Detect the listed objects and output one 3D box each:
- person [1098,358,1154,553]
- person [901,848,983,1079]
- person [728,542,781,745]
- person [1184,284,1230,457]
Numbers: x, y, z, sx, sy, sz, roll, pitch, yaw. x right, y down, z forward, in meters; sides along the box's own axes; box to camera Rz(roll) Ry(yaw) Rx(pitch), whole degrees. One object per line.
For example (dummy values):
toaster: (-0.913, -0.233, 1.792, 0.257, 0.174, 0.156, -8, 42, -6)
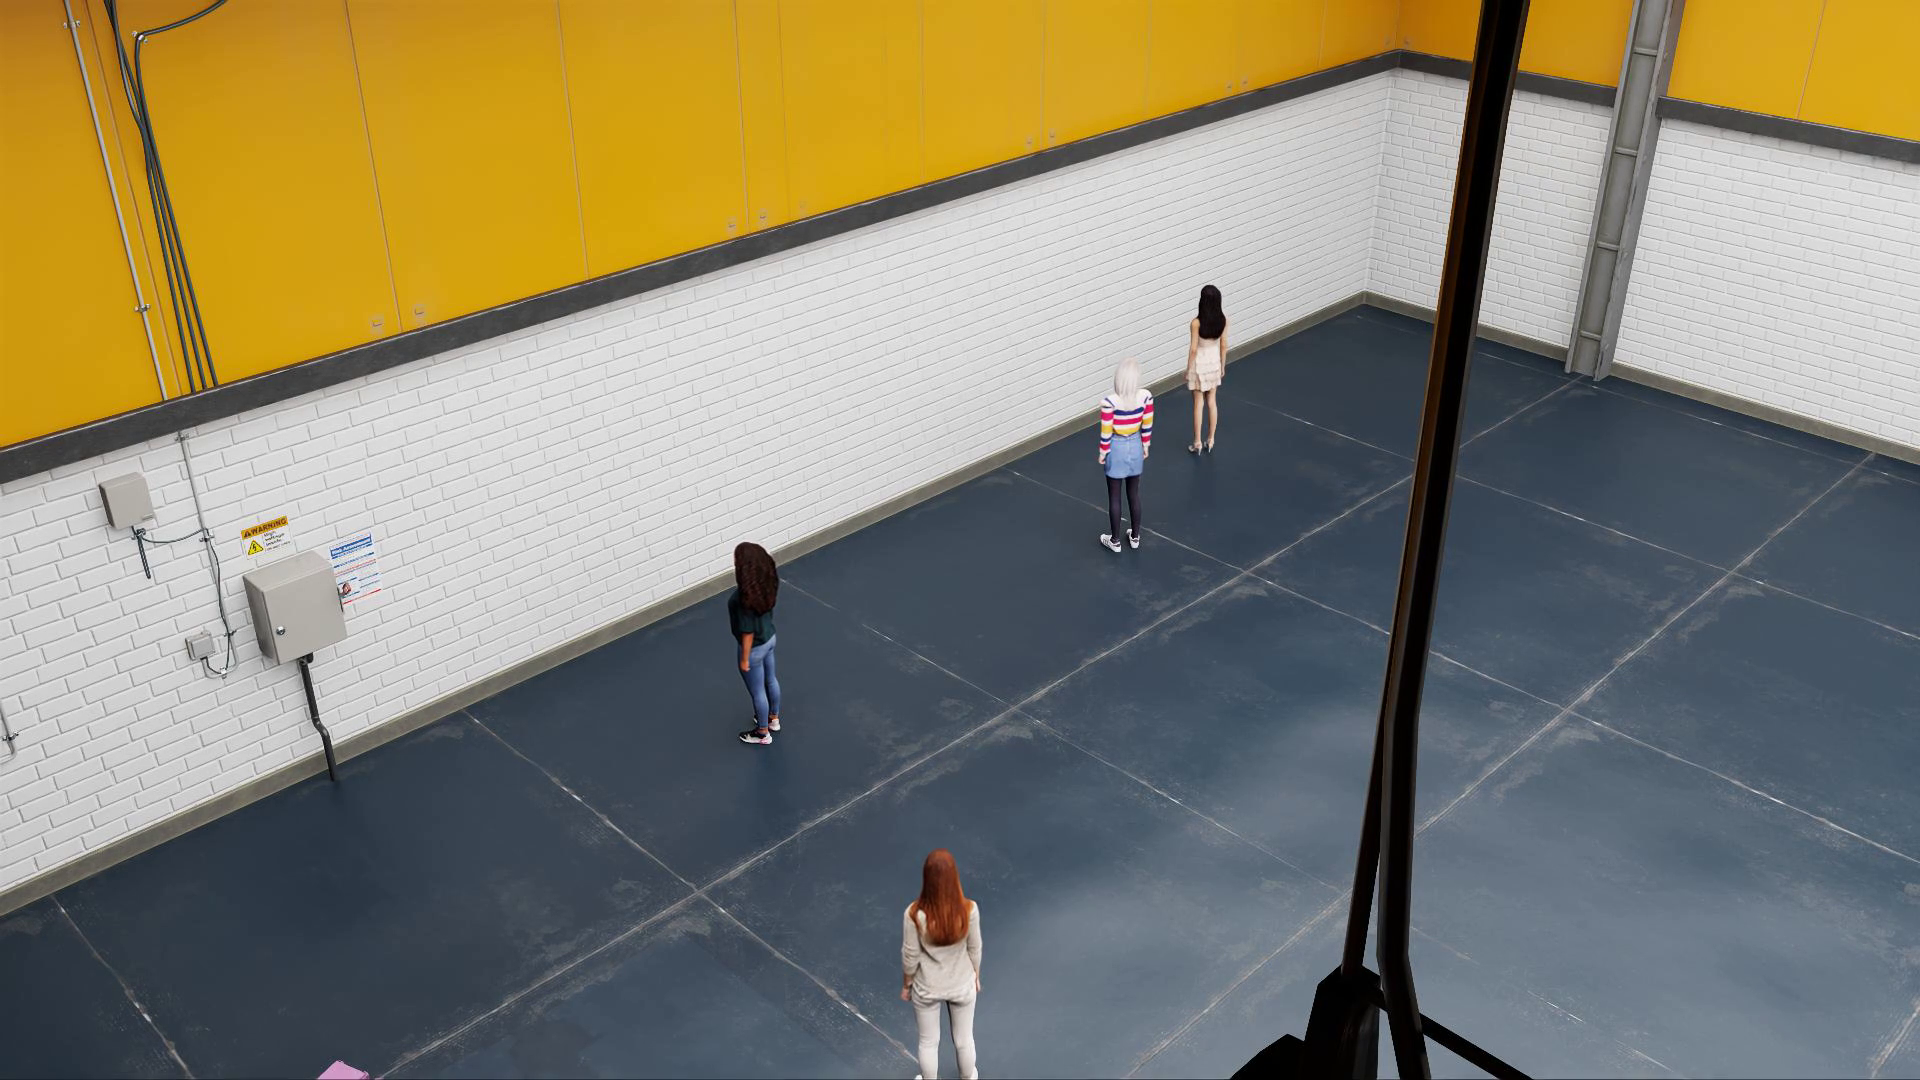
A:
person: (1.439, -0.752, 14.541, 0.721, 1.808, 0.689, -9, 30, -16)
person: (-0.089, 2.376, 8.907, 0.695, 1.713, 0.738, -4, 29, -6)
person: (-1.467, 0.740, 12.007, 0.700, 1.616, 0.682, 12, 31, 21)
person: (2.402, -1.661, 16.286, 0.658, 1.734, 0.664, -10, 30, -17)
